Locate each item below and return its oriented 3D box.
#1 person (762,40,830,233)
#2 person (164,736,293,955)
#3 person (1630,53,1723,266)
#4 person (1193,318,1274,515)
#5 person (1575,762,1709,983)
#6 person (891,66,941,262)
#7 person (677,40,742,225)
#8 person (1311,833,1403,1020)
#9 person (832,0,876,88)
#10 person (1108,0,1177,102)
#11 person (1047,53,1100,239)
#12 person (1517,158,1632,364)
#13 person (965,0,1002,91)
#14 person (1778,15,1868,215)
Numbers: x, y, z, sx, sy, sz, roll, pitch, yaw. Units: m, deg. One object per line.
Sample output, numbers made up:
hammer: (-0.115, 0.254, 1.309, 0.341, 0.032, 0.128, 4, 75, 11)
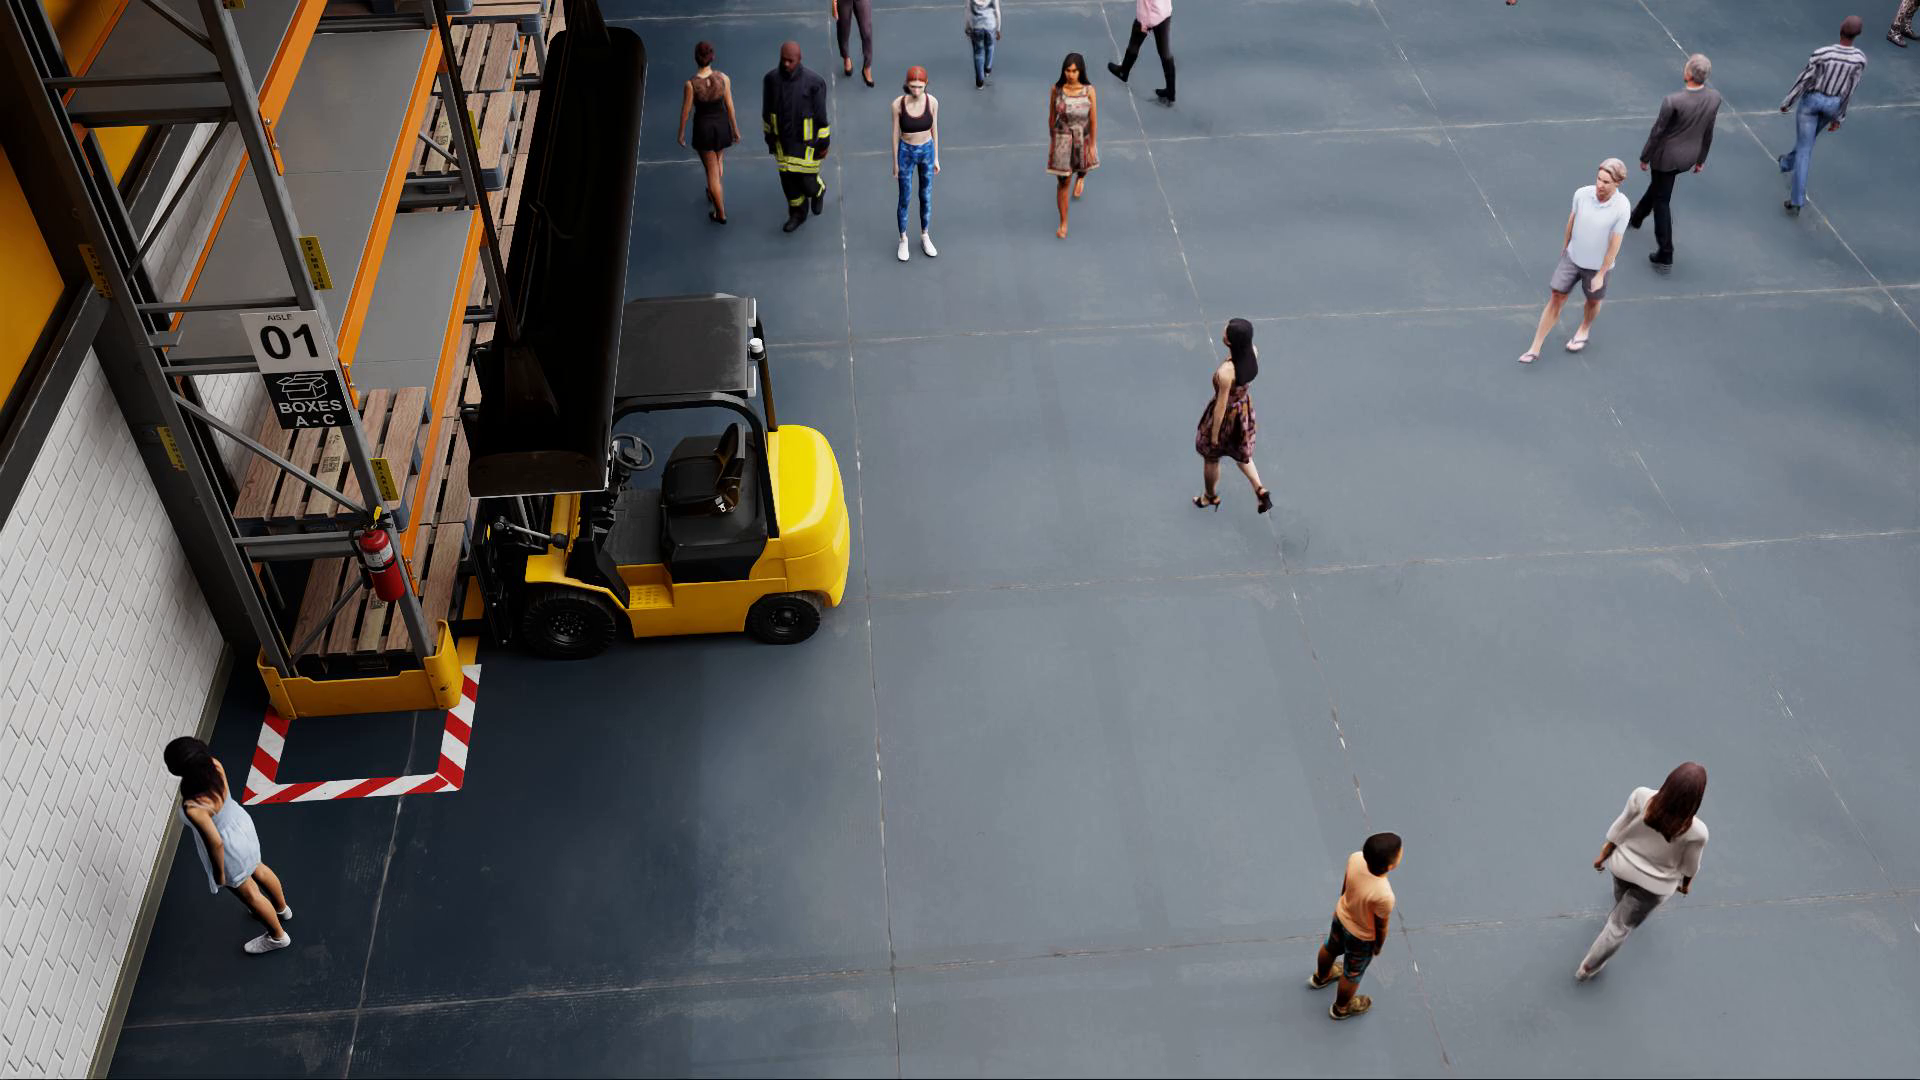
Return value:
person: (-1.395, -3.578, 14.570, 0.940, 1.808, 1.037, 14, 45, 14)
person: (-4.008, 1.661, 9.126, 0.650, 1.731, 0.469, -5, 44, -6)
person: (6.117, -3.210, 14.198, 0.855, 1.788, 1.273, -10, 44, -10)
person: (1.962, -0.805, 11.692, 0.996, 1.762, 0.936, 30, 51, 27)
person: (3.659, 1.835, 9.001, 1.070, 1.652, 1.059, -34, 53, -30)
person: (-0.381, -3.235, 14.224, 0.608, 1.788, 0.629, -10, 45, -10)
person: (-2.151, -3.565, 14.666, 0.859, 1.656, 0.944, -22, 48, -21)
person: (2.130, 2.048, 8.916, 0.636, 1.459, 0.527, -20, 47, -19)
person: (-1.115, -5.400, 16.595, 0.746, 1.652, 0.900, -15, 46, -15)
person: (1.964, -5.078, 16.266, 1.044, 1.640, 1.185, -32, 52, -29)
person: (1.022, -3.571, 14.706, 0.780, 1.610, 1.164, 5, 44, 5)
person: (5.038, -2.246, 13.181, 1.087, 1.794, 1.134, 30, 51, 28)
person: (0.228, -5.100, 16.576, 0.505, 1.245, 0.687, -4, 44, -4)
person: (7.631, -3.736, 14.784, 0.810, 1.741, 1.232, 4, 44, 4)
